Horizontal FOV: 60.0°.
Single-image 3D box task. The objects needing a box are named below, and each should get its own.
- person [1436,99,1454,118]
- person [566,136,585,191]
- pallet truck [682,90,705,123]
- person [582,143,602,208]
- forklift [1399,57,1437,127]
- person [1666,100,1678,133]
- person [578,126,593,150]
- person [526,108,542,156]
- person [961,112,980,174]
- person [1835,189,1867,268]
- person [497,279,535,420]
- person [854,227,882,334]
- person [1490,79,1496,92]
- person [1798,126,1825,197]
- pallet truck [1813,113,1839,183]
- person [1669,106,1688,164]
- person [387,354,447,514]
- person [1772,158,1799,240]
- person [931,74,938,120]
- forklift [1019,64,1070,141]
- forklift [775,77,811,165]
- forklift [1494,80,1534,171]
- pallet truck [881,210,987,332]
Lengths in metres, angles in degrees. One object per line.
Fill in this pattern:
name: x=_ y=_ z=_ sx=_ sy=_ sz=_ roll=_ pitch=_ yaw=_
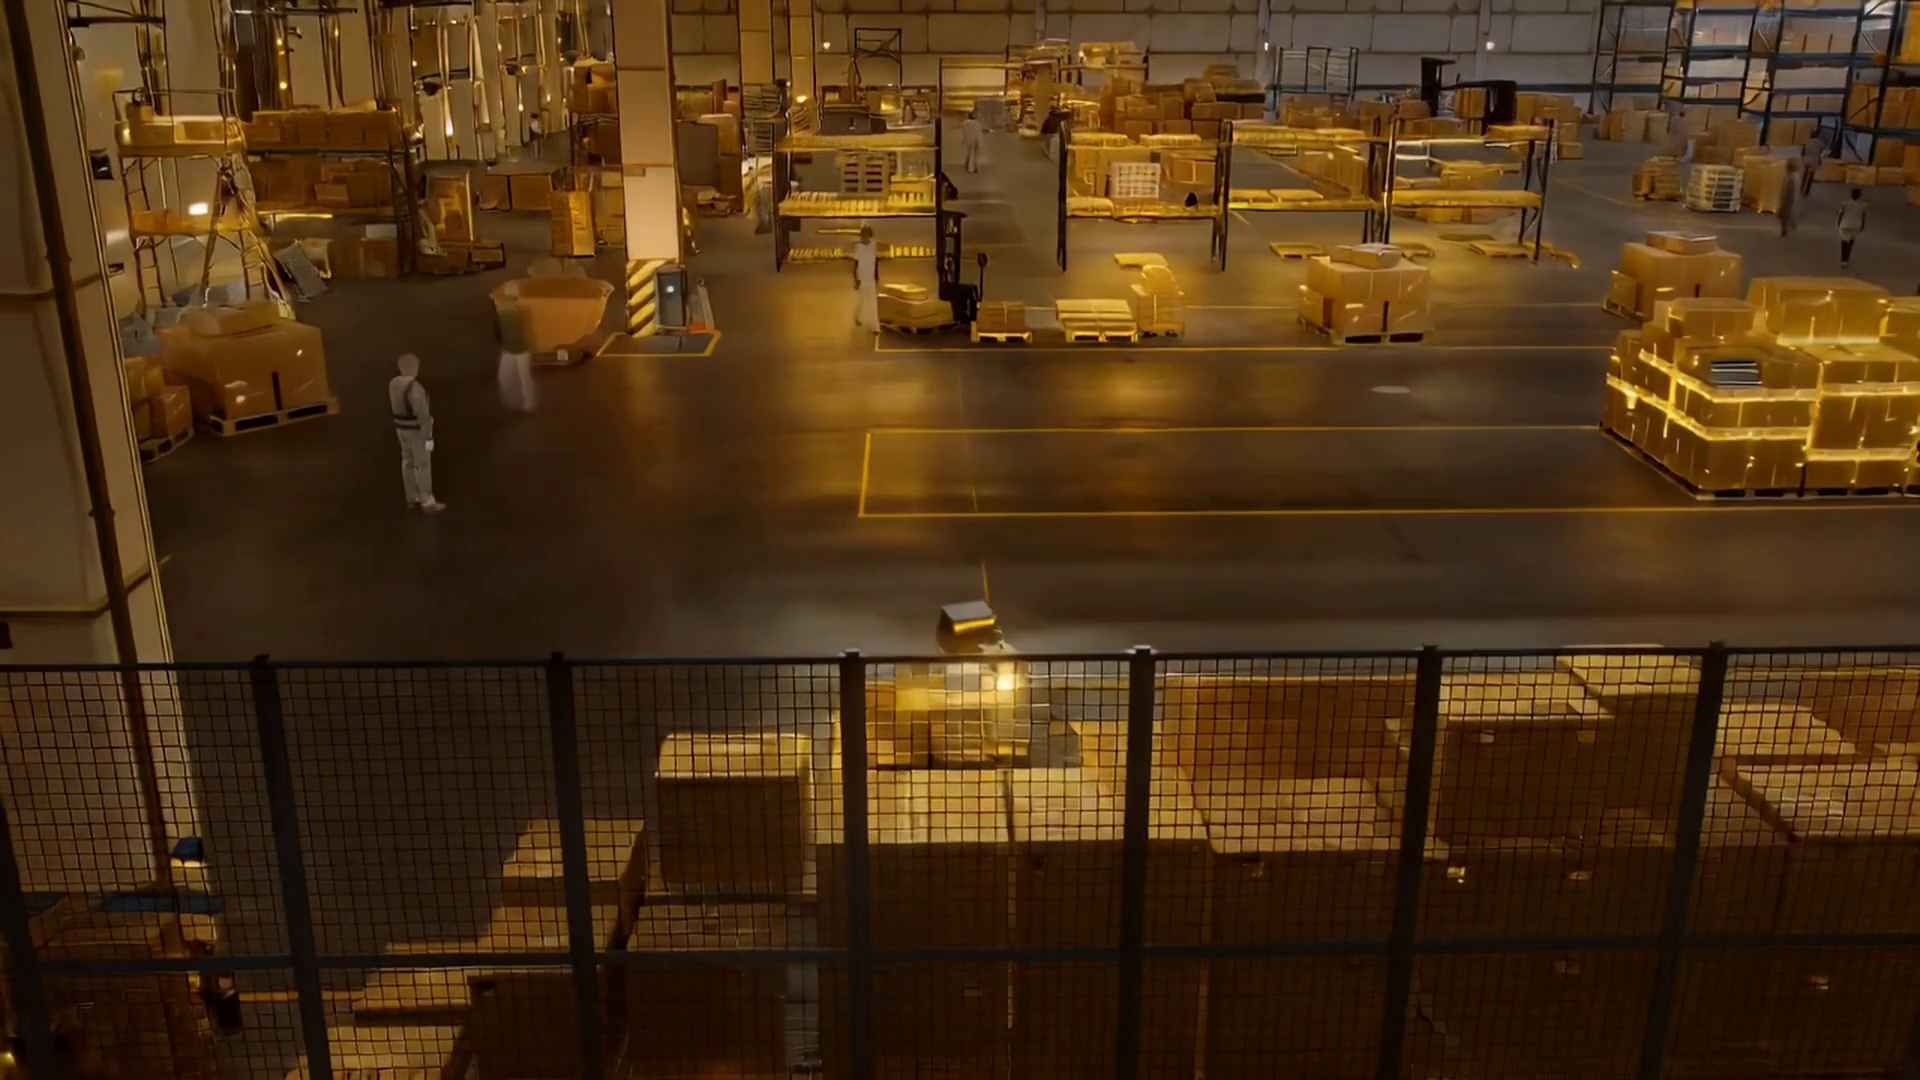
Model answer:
person: x=16.712 y=-14.205 z=57.417 sx=0.626 sy=1.968 sz=0.772 roll=6 pitch=20 yaw=17
person: x=-10.576 y=-10.219 z=45.871 sx=0.519 sy=1.787 sz=0.977 roll=-3 pitch=19 yaw=-10
pallet truck: x=-9.671 y=-15.907 z=62.421 sx=0.823 sy=1.965 sz=1.885 roll=5 pitch=19 yaw=15
person: x=-9.993 y=-9.852 z=44.897 sx=0.507 sy=1.696 sz=0.897 roll=-16 pitch=24 yaw=-39
forklift: x=19.294 y=-18.500 z=68.754 sx=1.873 sy=2.768 sz=1.129 roll=-1 pitch=19 yaw=-1
person: x=28.379 y=-17.007 z=66.290 sx=0.872 sy=1.587 sz=0.538 roll=-16 pitch=24 yaw=-39
person: x=-10.839 y=-10.958 z=47.919 sx=0.576 sy=1.882 sz=0.355 roll=1 pitch=19 yaw=3
person: x=-14.825 y=-14.205 z=57.952 sx=0.516 sy=1.625 sz=0.375 roll=-3 pitch=19 yaw=-9
person: x=0.345 y=-12.559 z=52.634 sx=0.636 sy=1.915 sz=0.904 roll=-5 pitch=19 yaw=-14
person: x=18.970 y=-6.638 z=35.456 sx=0.543 sy=1.654 sz=0.862 roll=6 pitch=20 yaw=17
person: x=-6.210 y=-2.616 z=23.020 sx=0.642 sy=1.974 sz=0.631 roll=11 pitch=22 yaw=29
person: x=-1.652 y=-4.569 z=29.066 sx=0.529 sy=1.837 sz=0.973 roll=-9 pitch=20 yaw=-24
person: x=22.353 y=-18.451 z=70.091 sx=0.646 sy=1.909 sz=0.475 roll=-11 pitch=21 yaw=-29
person: x=24.166 y=-10.772 z=47.257 sx=0.602 sy=1.939 sz=0.795 roll=7 pitch=20 yaw=21
pallet truck: x=26.403 y=-11.957 z=50.702 sx=0.823 sy=1.965 sz=1.885 roll=6 pitch=19 yaw=16
person: x=23.951 y=-13.479 z=55.403 sx=0.641 sy=1.885 sz=0.668 roll=-2 pitch=19 yaw=-5
person: x=-6.243 y=-1.220 z=19.091 sx=0.622 sy=1.845 sz=0.429 roll=14 pitch=23 yaw=37
person: x=19.519 y=-8.045 z=39.246 sx=0.449 sy=1.907 sz=0.595 roll=12 pitch=22 yaw=32
person: x=-1.073 y=-19.450 z=73.026 sx=0.379 sy=1.937 sz=0.548 roll=-9 pitch=21 yaw=-24
forklift: x=3.235 y=-16.572 z=63.033 sx=1.873 sy=2.768 sz=1.129 roll=-1 pitch=19 yaw=-2
forklift: x=-5.920 y=-13.893 z=55.085 sx=1.873 sy=2.768 sz=1.129 roll=-1 pitch=19 yaw=-1
forklift: x=17.343 y=-13.254 z=53.190 sx=1.873 sy=2.768 sz=1.129 roll=-1 pitch=19 yaw=-1
pallet truck: x=-0.493 y=-4.759 z=29.349 sx=1.885 sy=1.965 sz=0.823 roll=-13 pitch=23 yaw=-34
